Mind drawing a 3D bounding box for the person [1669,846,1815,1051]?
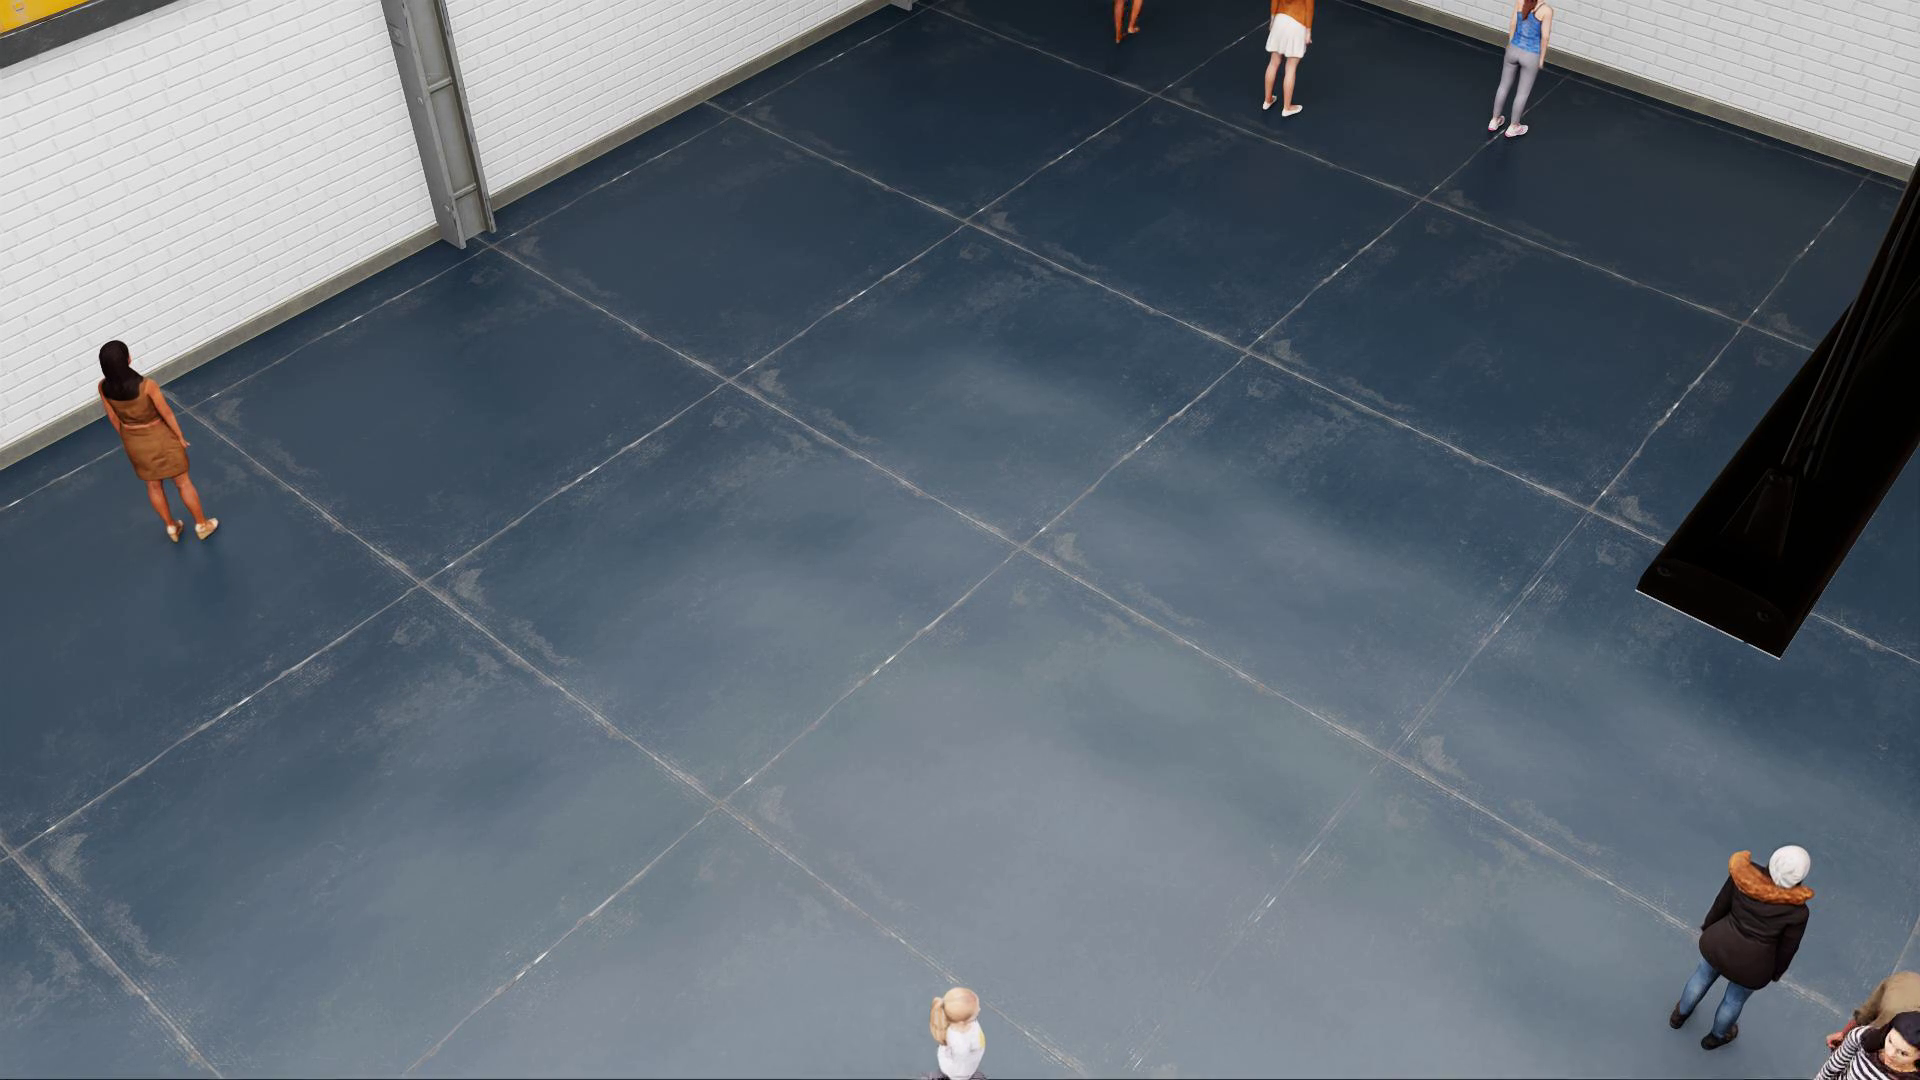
[{"bbox_3d":[4.058,2.099,8.613,0.651,1.634,0.661,-31,52,-29],"label":"person"}]

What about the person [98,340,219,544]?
[{"bbox_3d":[-5.578,-0.669,11.479,0.645,1.688,0.698,-2,44,-2],"label":"person"}]

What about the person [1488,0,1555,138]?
[{"bbox_3d":[5.302,-4.571,15.632,0.579,1.609,0.581,-34,53,-30],"label":"person"}]

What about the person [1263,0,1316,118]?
[{"bbox_3d":[3.151,-4.896,15.898,0.617,1.712,0.559,32,52,29],"label":"person"}]

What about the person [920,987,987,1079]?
[{"bbox_3d":[-0.076,2.619,8.339,0.954,1.259,0.857,-7,44,-7],"label":"person"}]

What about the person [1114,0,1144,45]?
[{"bbox_3d":[1.702,-5.838,16.950,0.748,1.626,0.802,15,46,15],"label":"person"}]
